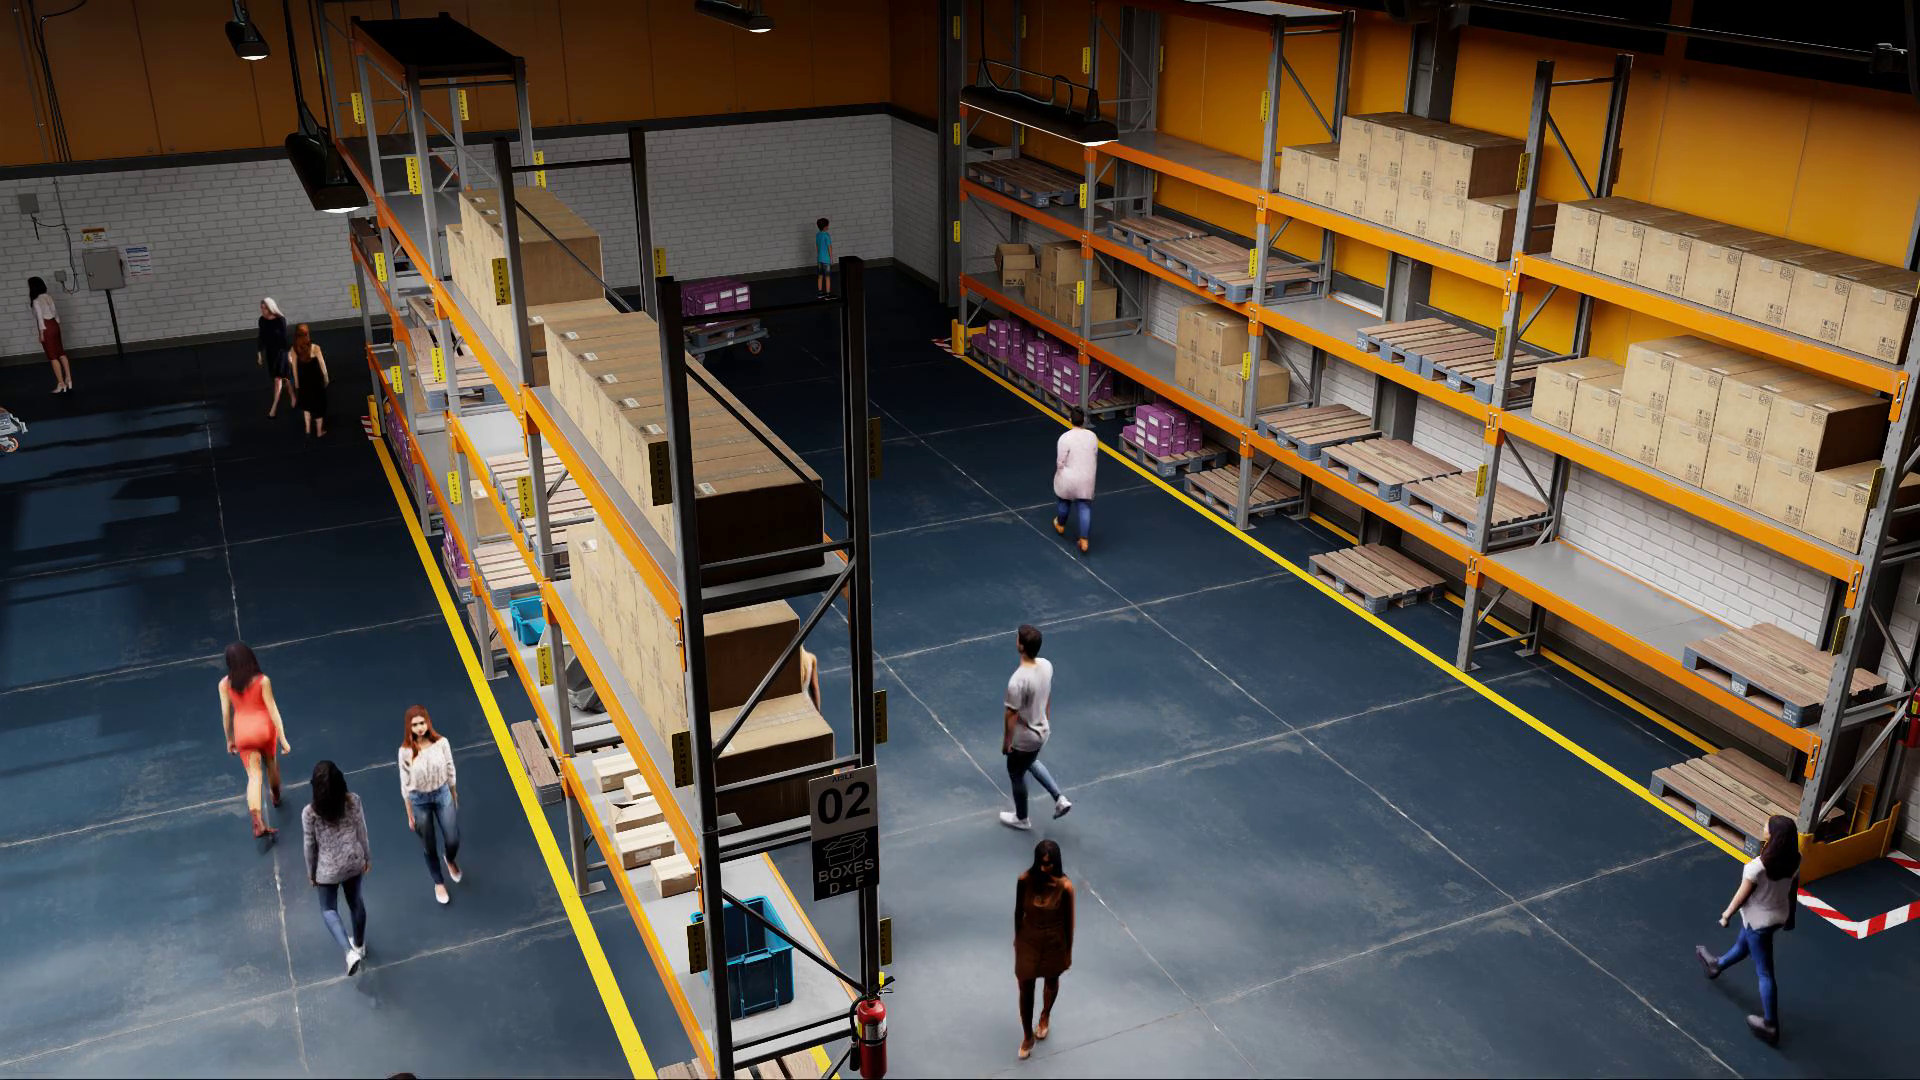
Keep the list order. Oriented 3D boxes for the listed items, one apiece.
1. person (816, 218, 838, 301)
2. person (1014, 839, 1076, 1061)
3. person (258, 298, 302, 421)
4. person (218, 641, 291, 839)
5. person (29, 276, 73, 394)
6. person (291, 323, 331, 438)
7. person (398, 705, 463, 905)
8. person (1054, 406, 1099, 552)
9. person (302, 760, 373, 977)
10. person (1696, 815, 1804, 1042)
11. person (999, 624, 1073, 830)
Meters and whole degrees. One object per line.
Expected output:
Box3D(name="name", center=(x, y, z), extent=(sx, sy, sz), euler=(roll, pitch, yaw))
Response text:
Box3D(name="person", center=(-2.412, -5.009, 29.549), extent=(0.641, 1.449, 0.514), euler=(-22, 32, -40))
Box3D(name="person", center=(0.598, 2.749, 11.524), extent=(0.781, 1.673, 0.848), euler=(5, 24, 12))
Box3D(name="person", center=(-9.704, -2.626, 23.767), extent=(1.043, 1.715, 1.137), euler=(6, 24, 13))
Box3D(name="person", center=(-5.898, 1.706, 13.910), extent=(0.772, 1.672, 1.166), euler=(-5, 24, -11))
Box3D(name="person", center=(-13.524, -3.060, 24.716), extent=(0.733, 1.750, 0.626), euler=(3, 24, 7))
Box3D(name="person", center=(-8.927, -2.156, 22.819), extent=(0.673, 1.614, 0.703), euler=(-1, 24, -3))
Box3D(name="person", center=(-4.184, 2.031, 13.105), extent=(0.572, 1.723, 0.640), euler=(-10, 26, -22))
Box3D(name="person", center=(1.383, -0.688, 19.356), extent=(0.811, 1.697, 1.157), euler=(-6, 24, -14))
Box3D(name="person", center=(-4.531, 2.426, 12.204), extent=(0.711, 1.720, 0.941), euler=(-16, 28, -32))
Box3D(name="person", center=(5.667, 2.741, 11.588), extent=(0.620, 1.636, 1.100), euler=(-10, 25, -21))
Box3D(name="person", center=(0.640, 1.614, 13.872), extent=(1.012, 1.871, 0.911), euler=(15, 28, 31))
